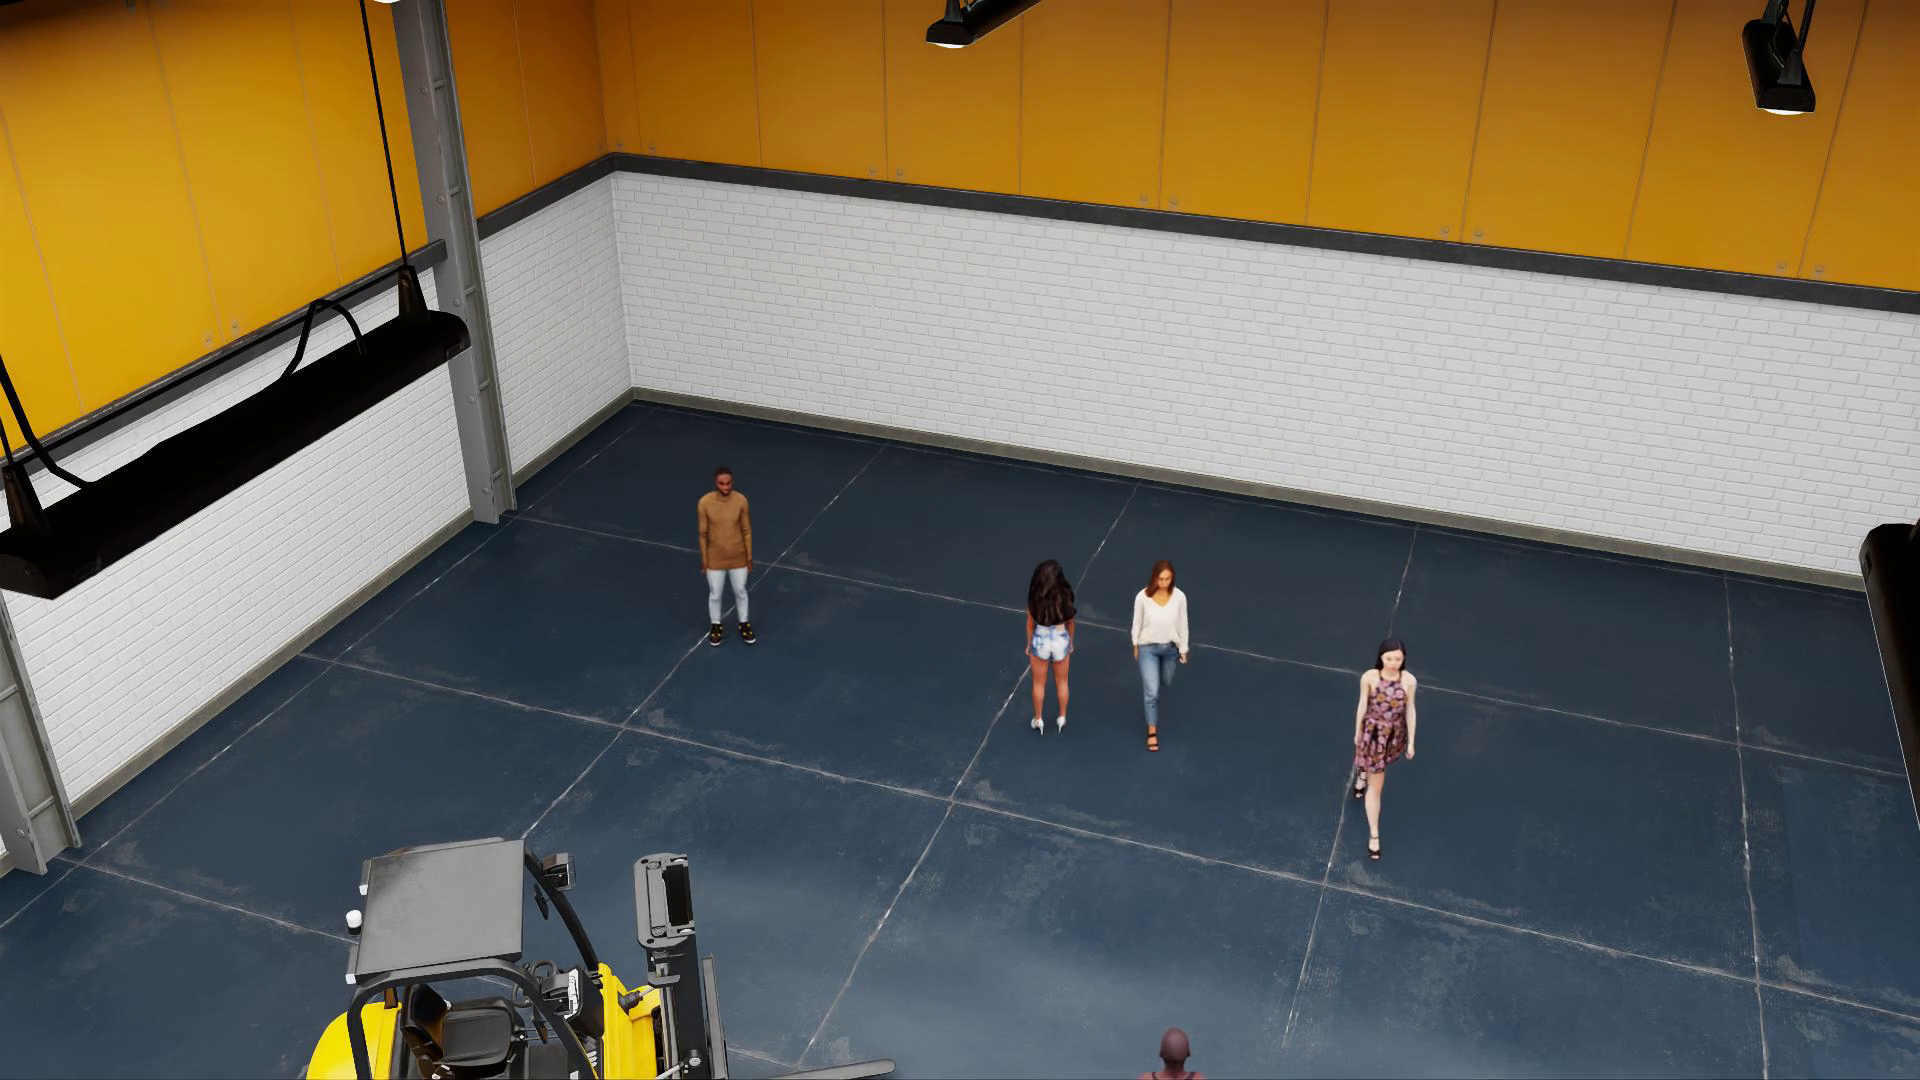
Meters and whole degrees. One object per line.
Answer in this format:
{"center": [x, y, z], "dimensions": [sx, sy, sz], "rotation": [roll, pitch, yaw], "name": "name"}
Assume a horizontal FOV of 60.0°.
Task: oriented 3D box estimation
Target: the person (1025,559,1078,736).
{"center": [0.745, 0.898, 13.851], "dimensions": [0.663, 1.623, 0.692], "rotation": [-4, 29, -6], "name": "person"}

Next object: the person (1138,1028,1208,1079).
{"center": [1.142, 3.373, 9.167], "dimensions": [0.650, 1.763, 0.647], "rotation": [-1, 29, -2], "name": "person"}

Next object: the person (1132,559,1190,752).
{"center": [1.656, 0.872, 13.867], "dimensions": [0.868, 1.653, 1.107], "rotation": [-1, 29, -2], "name": "person"}

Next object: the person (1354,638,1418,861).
{"center": [3.206, 1.479, 12.677], "dimensions": [0.851, 1.727, 1.230], "rotation": [1, 29, 2], "name": "person"}

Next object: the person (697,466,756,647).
{"center": [-2.120, 0.136, 15.056], "dimensions": [0.733, 1.807, 0.752], "rotation": [-5, 29, -9], "name": "person"}
